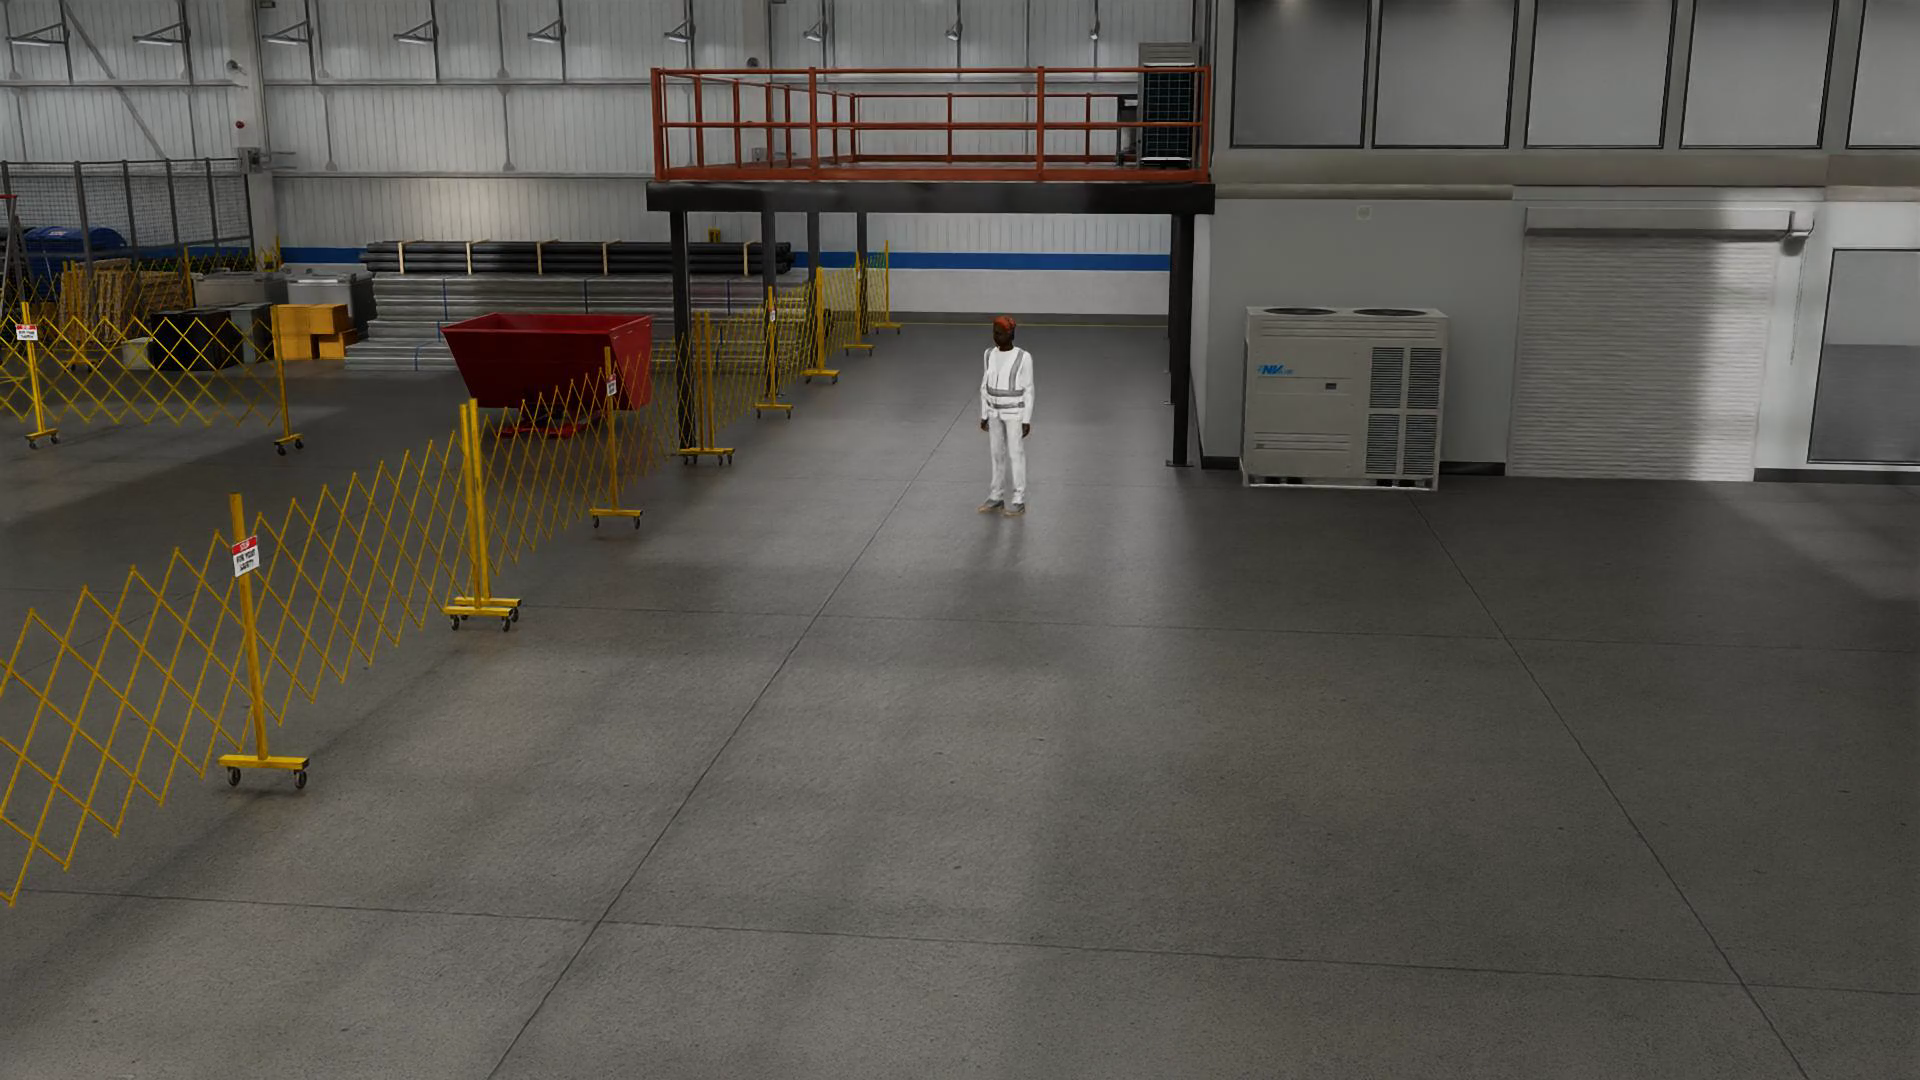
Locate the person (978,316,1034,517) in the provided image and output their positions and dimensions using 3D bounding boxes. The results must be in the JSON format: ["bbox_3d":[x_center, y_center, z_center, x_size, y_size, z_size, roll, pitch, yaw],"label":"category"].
[{"bbox_3d":[0.433,-1.163,15.619,0.579,1.882,0.342,12,18,40],"label":"person"}]

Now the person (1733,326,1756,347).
[{"bbox_3d":[10.458,-2.763,22.158,0.601,1.883,0.639,-8,16,-30],"label":"person"}]
